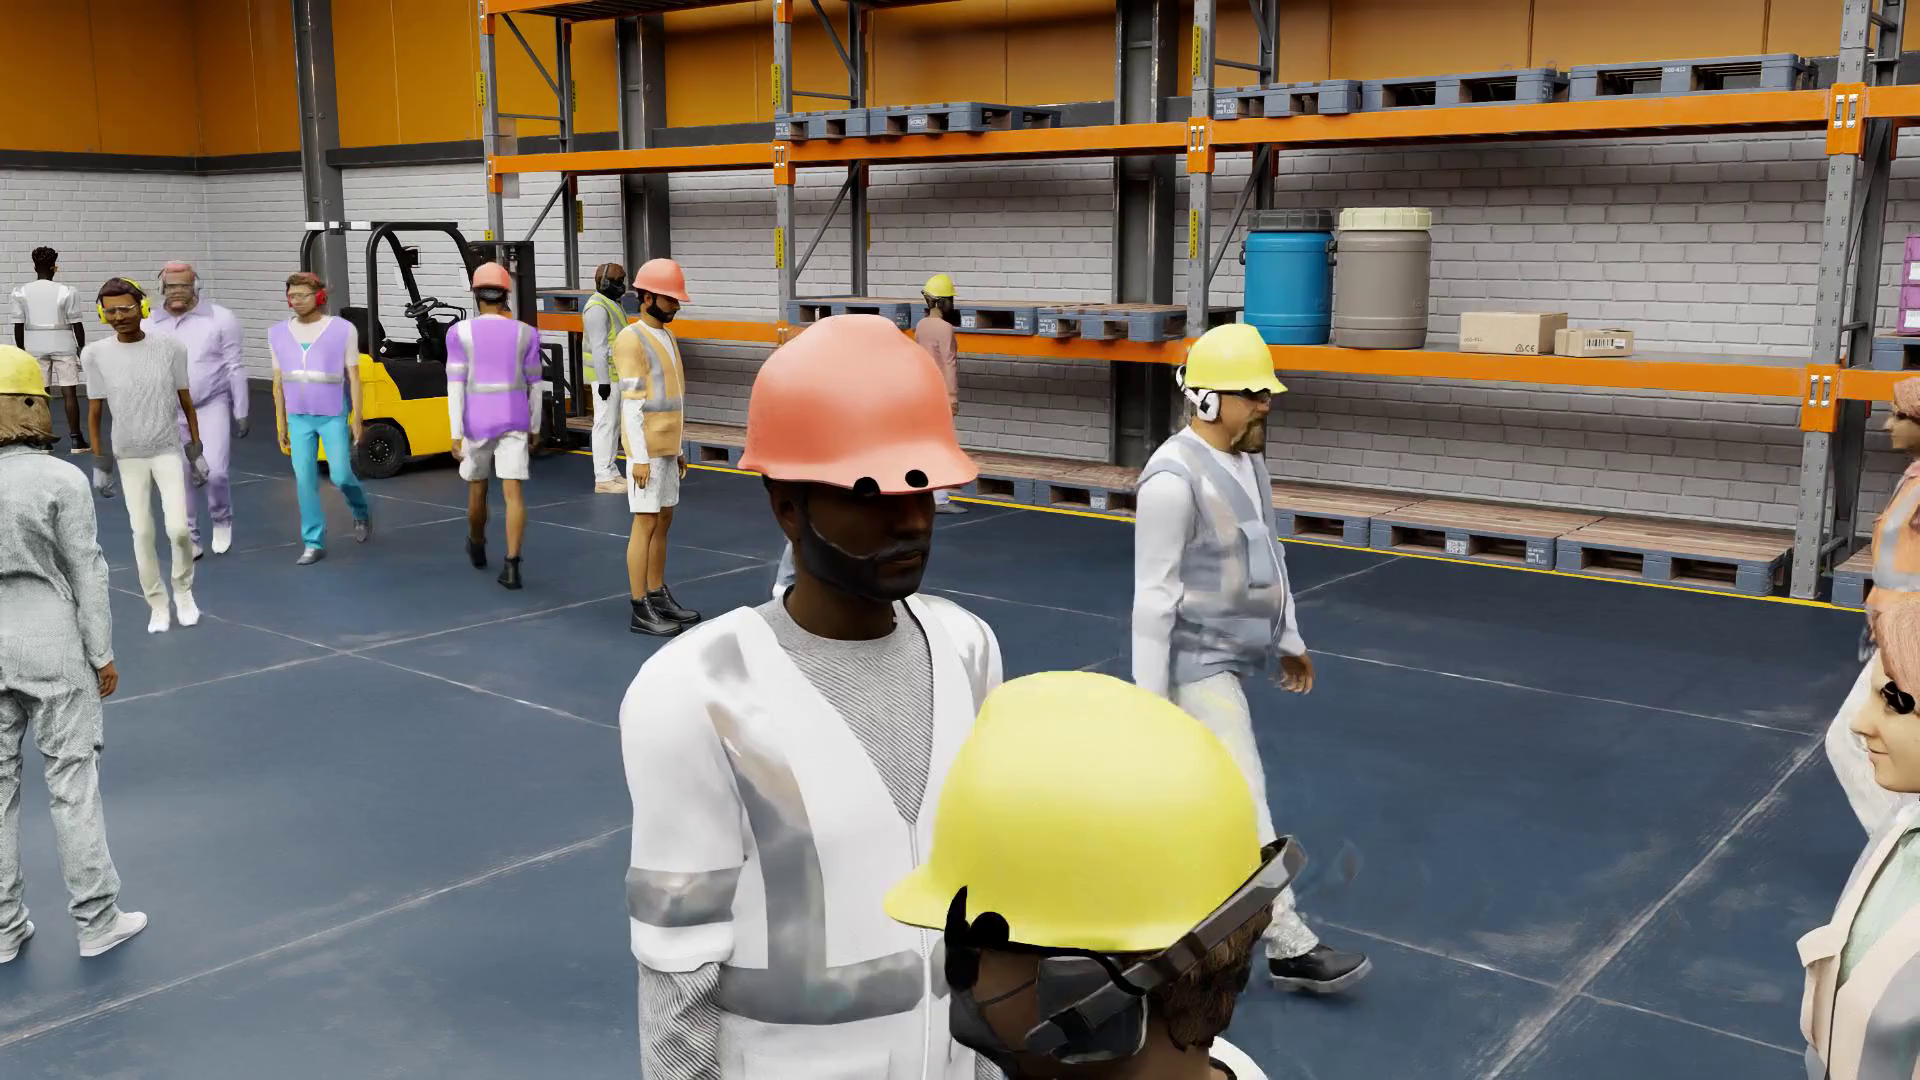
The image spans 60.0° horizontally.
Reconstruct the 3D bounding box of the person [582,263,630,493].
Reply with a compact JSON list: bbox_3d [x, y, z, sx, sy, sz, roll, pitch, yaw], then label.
[{"bbox_3d":[-2.809,-1.303,13.410,0.429,1.839,0.633,0,10,-1],"label":"person"}]

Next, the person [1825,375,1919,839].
[{"bbox_3d":[2.853,0.318,5.014,0.399,1.625,0.524,6,12,30],"label":"person"}]

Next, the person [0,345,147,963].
[{"bbox_3d":[-2.621,0.325,4.677,0.483,1.736,0.311,-1,10,-7],"label":"person"}]

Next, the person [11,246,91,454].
[{"bbox_3d":[-8.619,-1.795,15.783,0.614,1.963,0.362,-3,11,-15],"label":"person"}]

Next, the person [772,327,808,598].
[{"bbox_3d":[-0.785,-0.347,8.840,0.893,1.574,0.506,10,14,43],"label":"person"}]

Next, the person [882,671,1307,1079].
[{"bbox_3d":[0.218,0.952,1.210,0.668,1.743,0.526,3,11,14],"label":"person"}]

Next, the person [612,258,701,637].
[{"bbox_3d":[-1.550,-0.477,8.586,0.368,1.929,0.542,2,10,11],"label":"person"}]

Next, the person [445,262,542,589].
[{"bbox_3d":[-2.779,-0.698,9.928,0.553,1.883,0.991,-4,11,-21],"label":"person"}]

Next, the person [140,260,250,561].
[{"bbox_3d":[-4.812,-0.794,10.408,0.660,1.893,0.414,-1,10,-4],"label":"person"}]

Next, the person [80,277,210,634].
[{"bbox_3d":[-4.155,-0.419,8.527,0.542,1.831,0.447,-4,11,-21],"label":"person"}]

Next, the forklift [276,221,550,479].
[{"bbox_3d":[-4.922,-1.741,14.854,1.214,2.155,2.313,8,13,38],"label":"forklift"}]

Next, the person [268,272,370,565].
[{"bbox_3d":[-4.051,-0.785,10.574,0.570,1.831,0.655,0,10,1],"label":"person"}]

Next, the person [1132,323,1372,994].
[{"bbox_3d":[0.802,0.319,4.551,0.866,1.796,0.596,5,12,28],"label":"person"}]

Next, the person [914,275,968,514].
[{"bbox_3d":[-0.157,-1.075,12.347,0.313,1.769,0.523,-6,12,-29],"label":"person"}]

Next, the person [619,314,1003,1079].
[{"bbox_3d":[-0.127,0.702,2.026,0.543,1.939,0.360,-10,14,-43],"label":"person"}]

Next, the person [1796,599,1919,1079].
[{"bbox_3d":[1.129,0.867,1.939,0.310,1.638,0.523,3,11,14],"label":"person"}]
